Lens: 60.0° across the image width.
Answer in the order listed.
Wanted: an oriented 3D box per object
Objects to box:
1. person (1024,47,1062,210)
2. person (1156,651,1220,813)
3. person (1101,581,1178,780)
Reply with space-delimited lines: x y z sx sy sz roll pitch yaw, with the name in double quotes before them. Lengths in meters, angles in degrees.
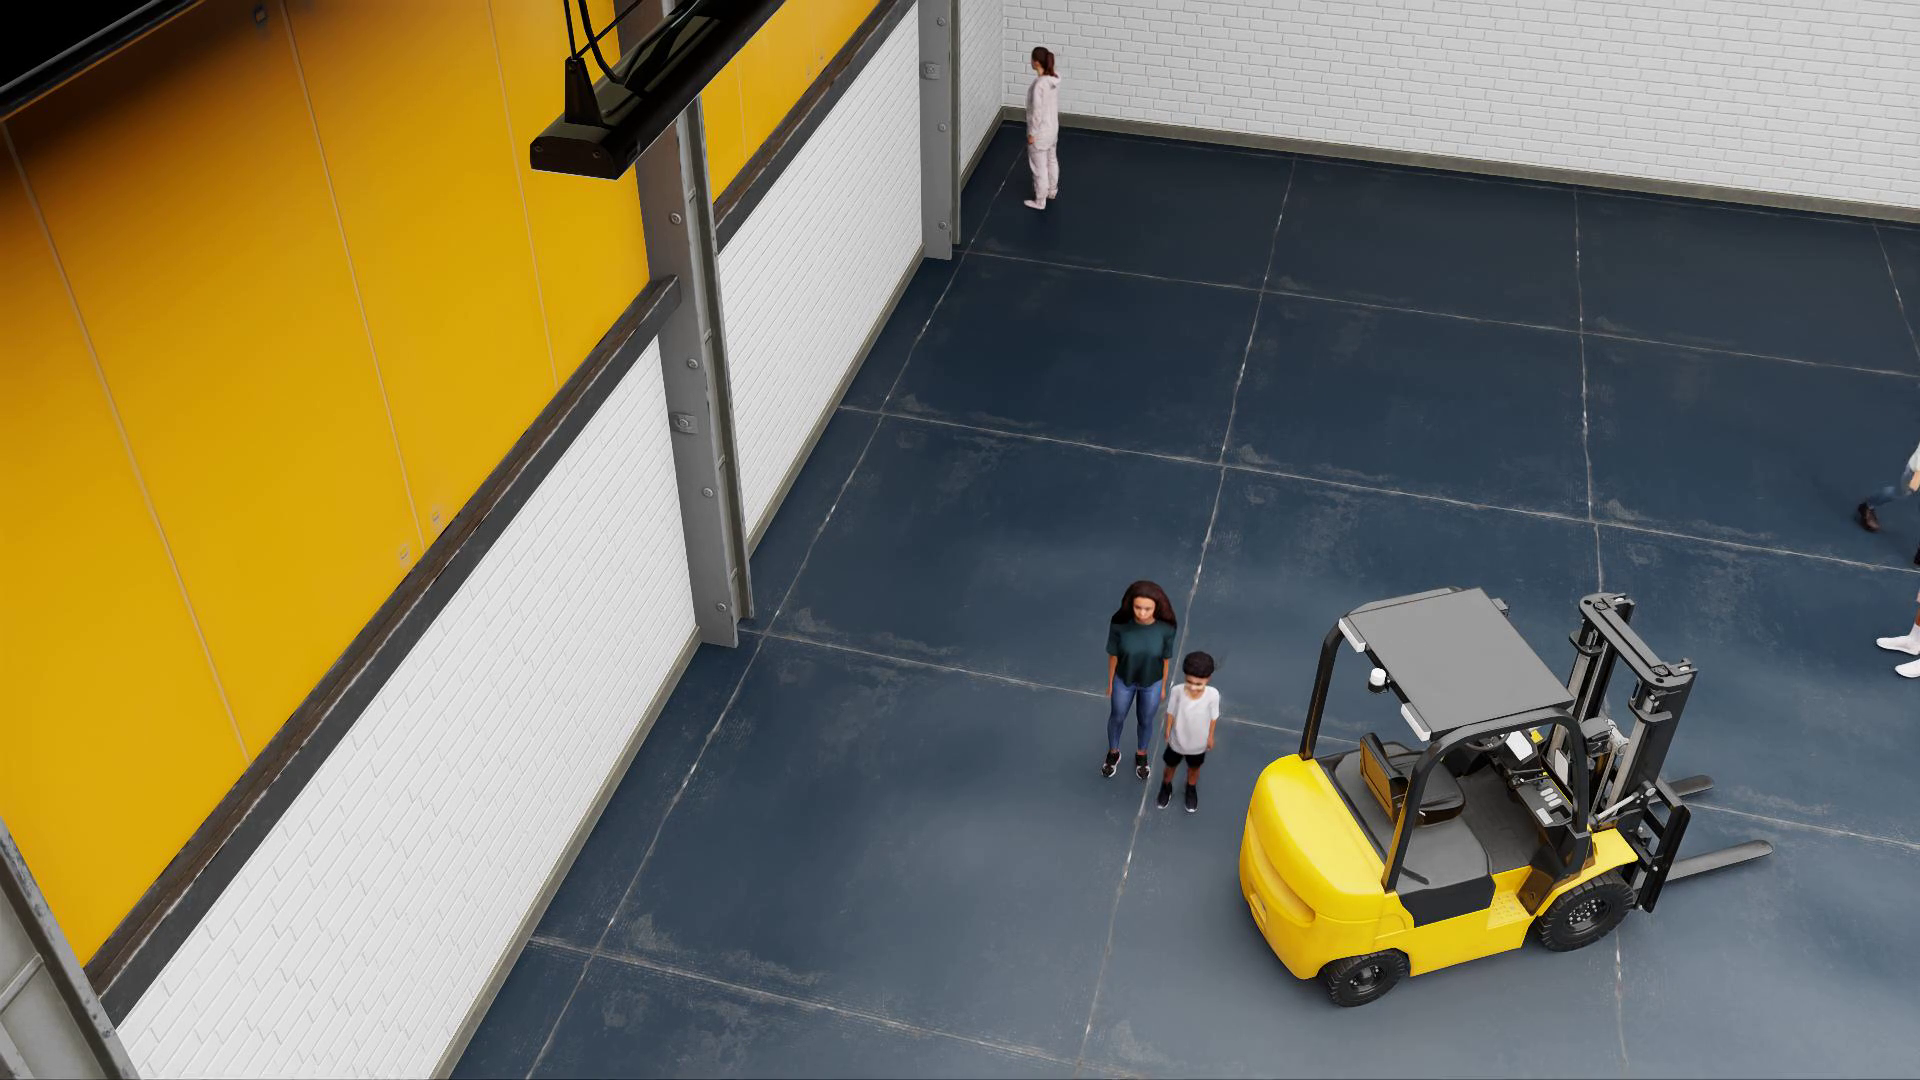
"person" 0.874 -4.267 17.210 0.751 1.690 0.588 19 42 23
"person" 1.500 1.207 10.704 0.495 1.255 0.526 7 39 9
"person" 1.155 0.899 10.800 0.621 1.616 0.616 5 39 6
